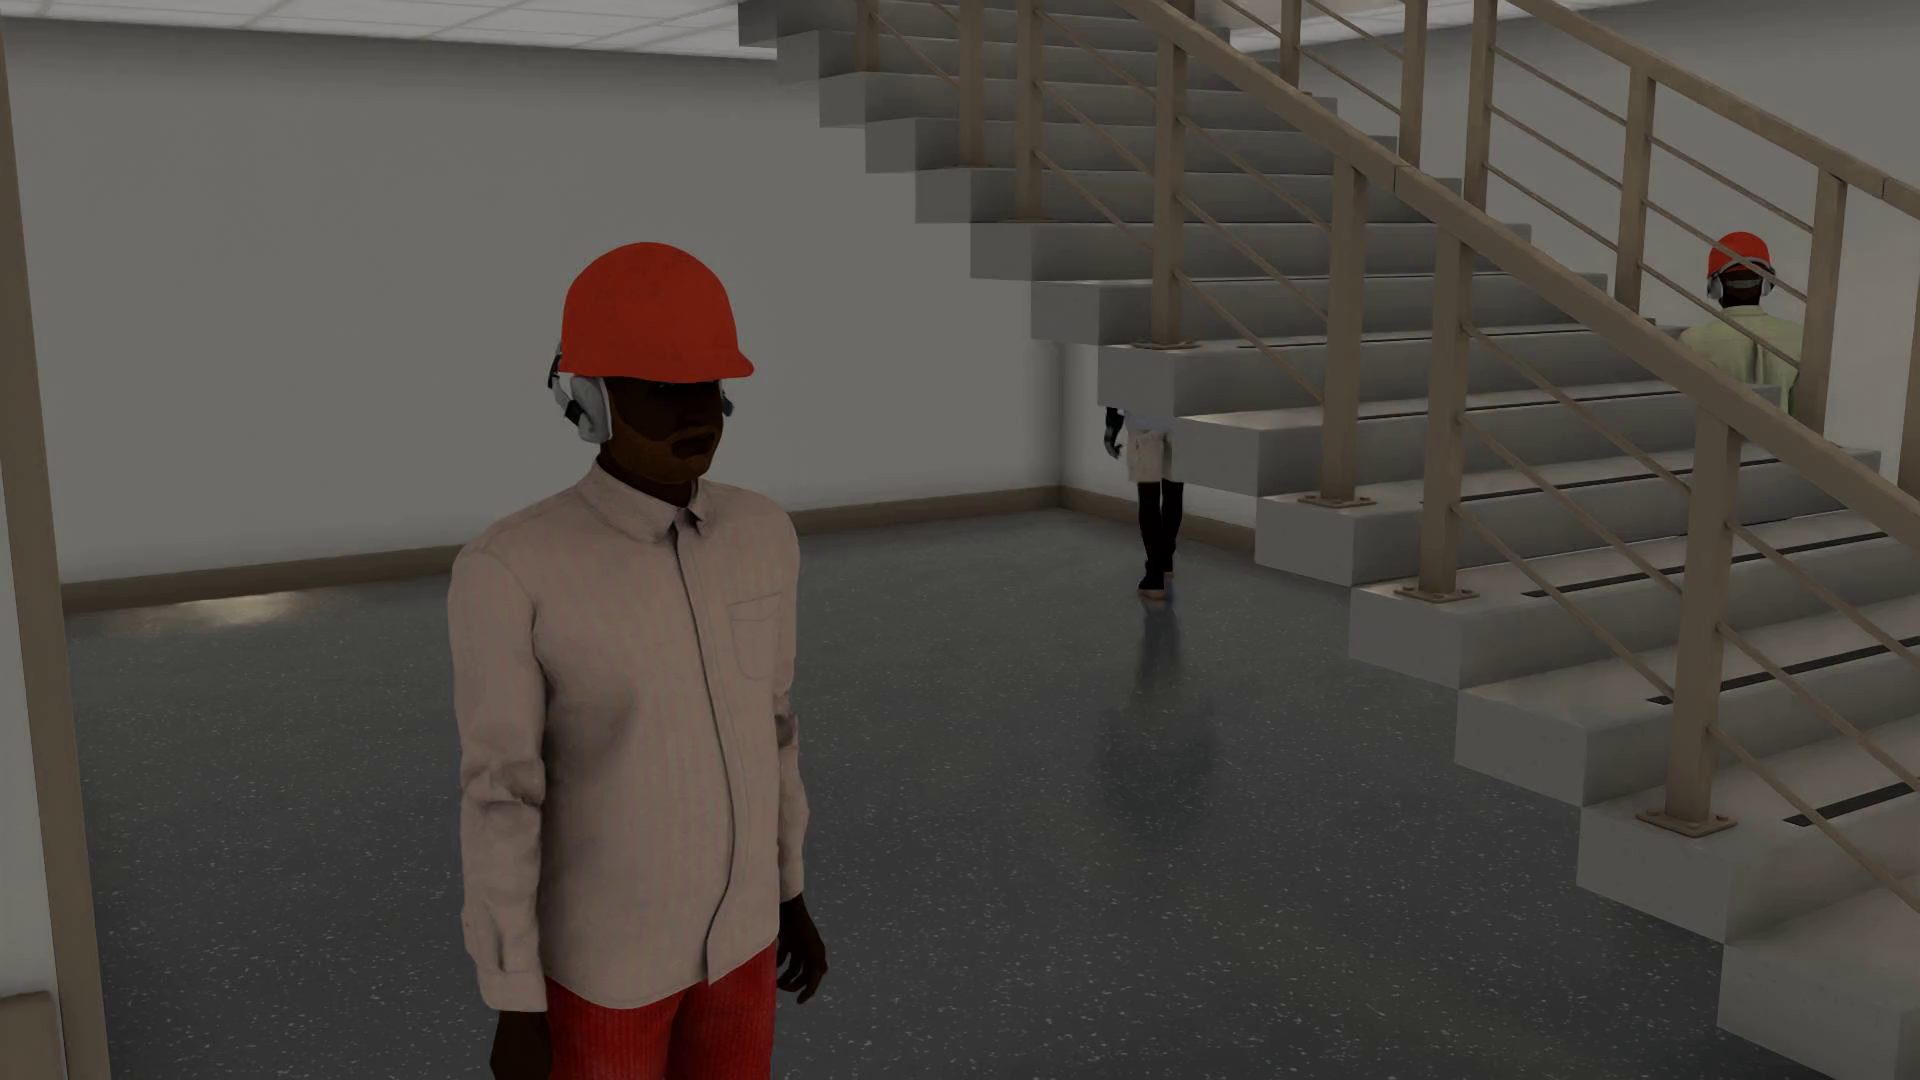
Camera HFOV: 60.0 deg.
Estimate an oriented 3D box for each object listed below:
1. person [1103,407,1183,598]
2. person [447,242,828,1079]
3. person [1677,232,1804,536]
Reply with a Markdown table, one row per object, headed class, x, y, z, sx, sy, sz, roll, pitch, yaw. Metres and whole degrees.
| class | x | y | z | sx | sy | sz | roll | pitch | yaw |
| --- | --- | --- | --- | --- | --- | --- | --- | --- | --- |
| person | 1.113 | -0.673 | 9.215 | 0.627 | 1.923 | 0.911 | -1 | 11 | -6 |
| person | -0.436 | 0.575 | 2.443 | 0.381 | 1.994 | 0.621 | 8 | 14 | 38 |
| person | 3.089 | -0.230 | 6.694 | 0.608 | 1.987 | 0.391 | -1 | 11 | -6 |
